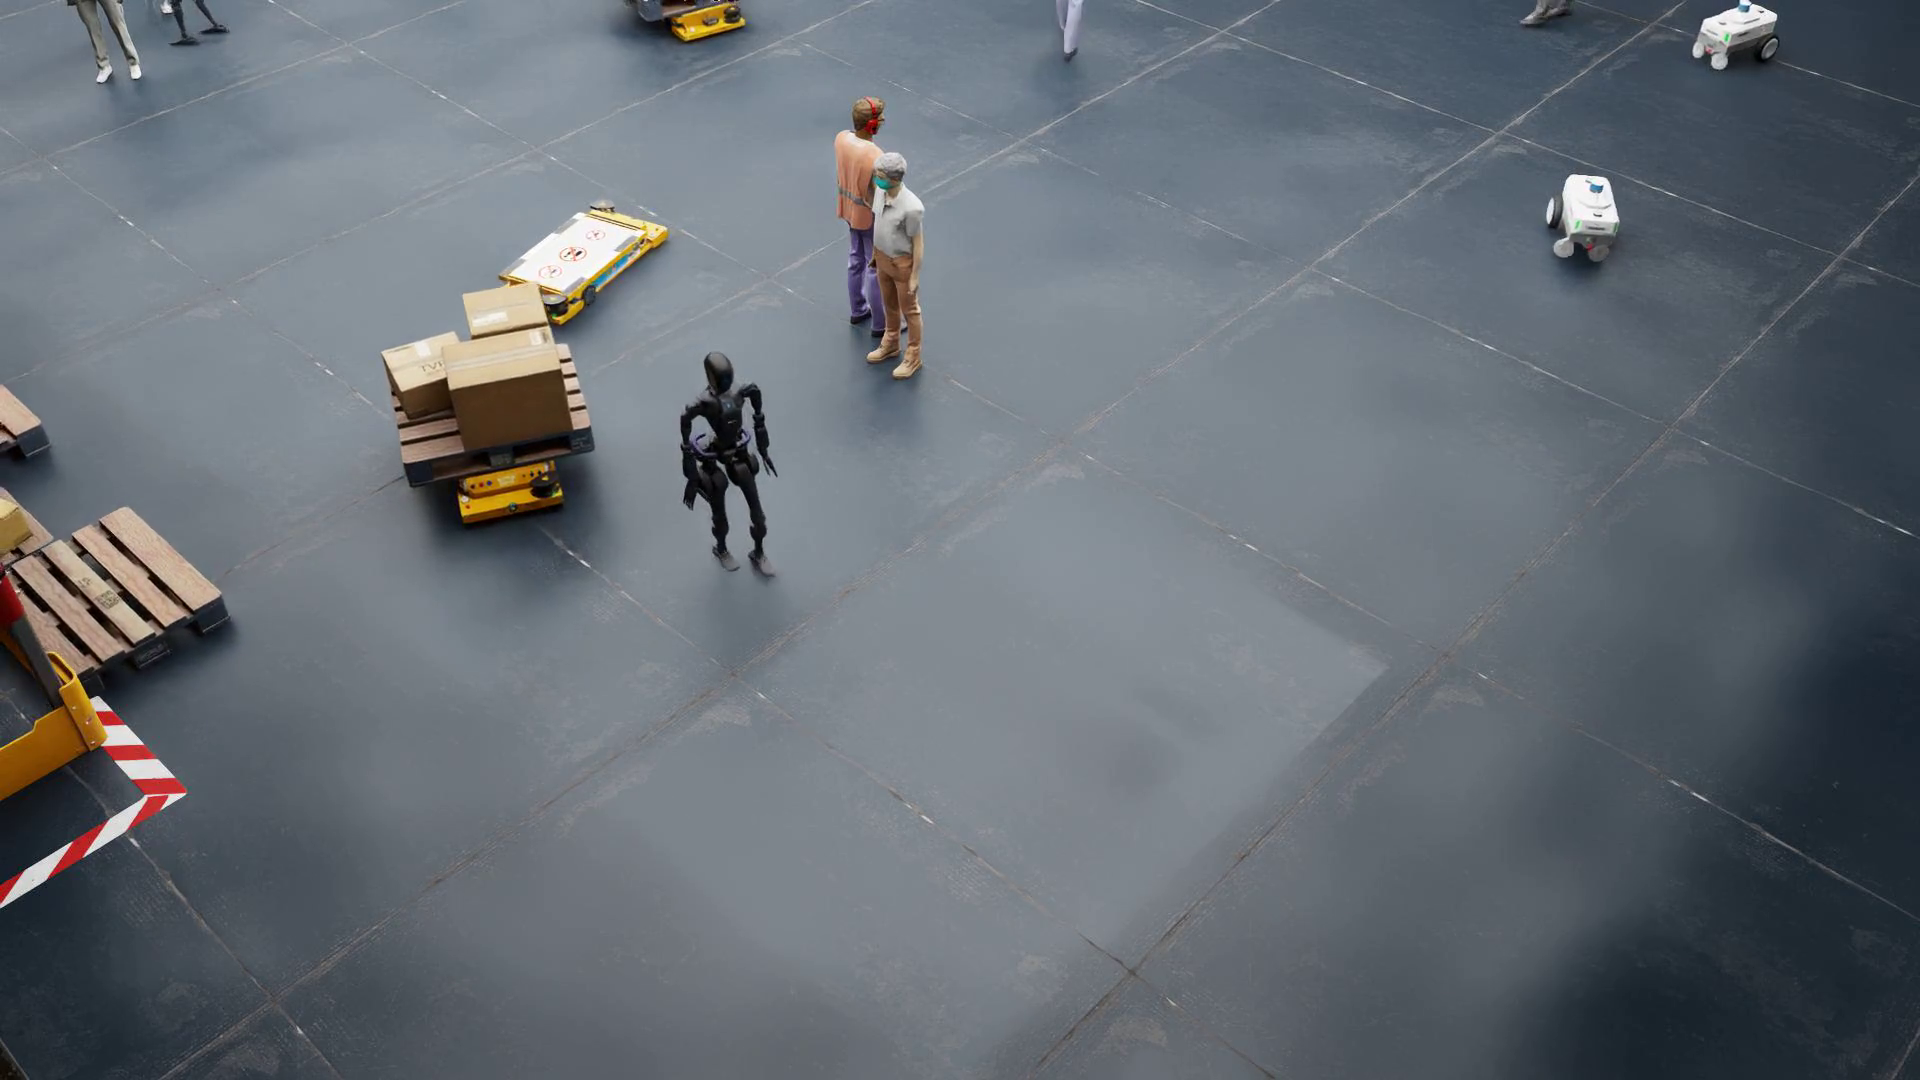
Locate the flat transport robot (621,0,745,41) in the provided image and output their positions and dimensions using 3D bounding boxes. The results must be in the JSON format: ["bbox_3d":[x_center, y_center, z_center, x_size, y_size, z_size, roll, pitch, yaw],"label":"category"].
[{"bbox_3d":[-2.753,-5.345,16.467,0.659,0.231,1.431,-24,47,-24],"label":"flat transport robot"}]

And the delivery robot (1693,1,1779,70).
[{"bbox_3d":[7.289,-4.771,15.612,0.762,0.590,0.525,-21,46,-22],"label":"delivery robot"}]

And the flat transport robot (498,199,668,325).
[{"bbox_3d":[-2.953,-2.174,12.942,0.659,0.231,1.431,19,45,20],"label":"flat transport robot"}]

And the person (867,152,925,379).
[{"bbox_3d":[-0.446,-1.920,11.561,0.320,1.740,0.481,-31,50,-30],"label":"person"}]

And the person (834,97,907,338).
[{"bbox_3d":[-0.664,-2.293,11.901,0.391,1.838,0.563,-29,49,-28],"label":"person"}]

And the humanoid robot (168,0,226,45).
[{"bbox_3d":[-7.399,-5.507,15.601,0.558,1.633,0.611,-7,42,-8],"label":"humanoid robot"}]

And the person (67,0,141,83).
[{"bbox_3d":[-7.807,-4.938,14.990,0.513,1.636,0.313,-7,42,-8],"label":"person"}]

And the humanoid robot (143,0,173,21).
[{"bbox_3d":[-7.829,-5.769,15.889,0.535,1.859,0.702,-24,47,-24],"label":"humanoid robot"}]

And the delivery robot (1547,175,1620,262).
[{"bbox_3d":[4.967,-2.587,13.183,0.525,0.587,0.741,6,42,7],"label":"delivery robot"}]

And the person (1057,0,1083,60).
[{"bbox_3d":[1.057,-5.456,15.440,0.583,1.801,0.828,5,42,6],"label":"person"}]

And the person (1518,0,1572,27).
[{"bbox_3d":[5.723,-5.782,15.799,0.802,1.807,0.637,-10,43,-10],"label":"person"}]

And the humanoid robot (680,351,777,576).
[{"bbox_3d":[-1.393,-0.454,9.983,0.608,1.642,0.451,-25,47,-25],"label":"humanoid robot"}]

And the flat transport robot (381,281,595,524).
[{"bbox_3d":[-3.136,-0.677,11.278,0.659,0.231,1.431,-13,44,-14],"label":"flat transport robot"}]
